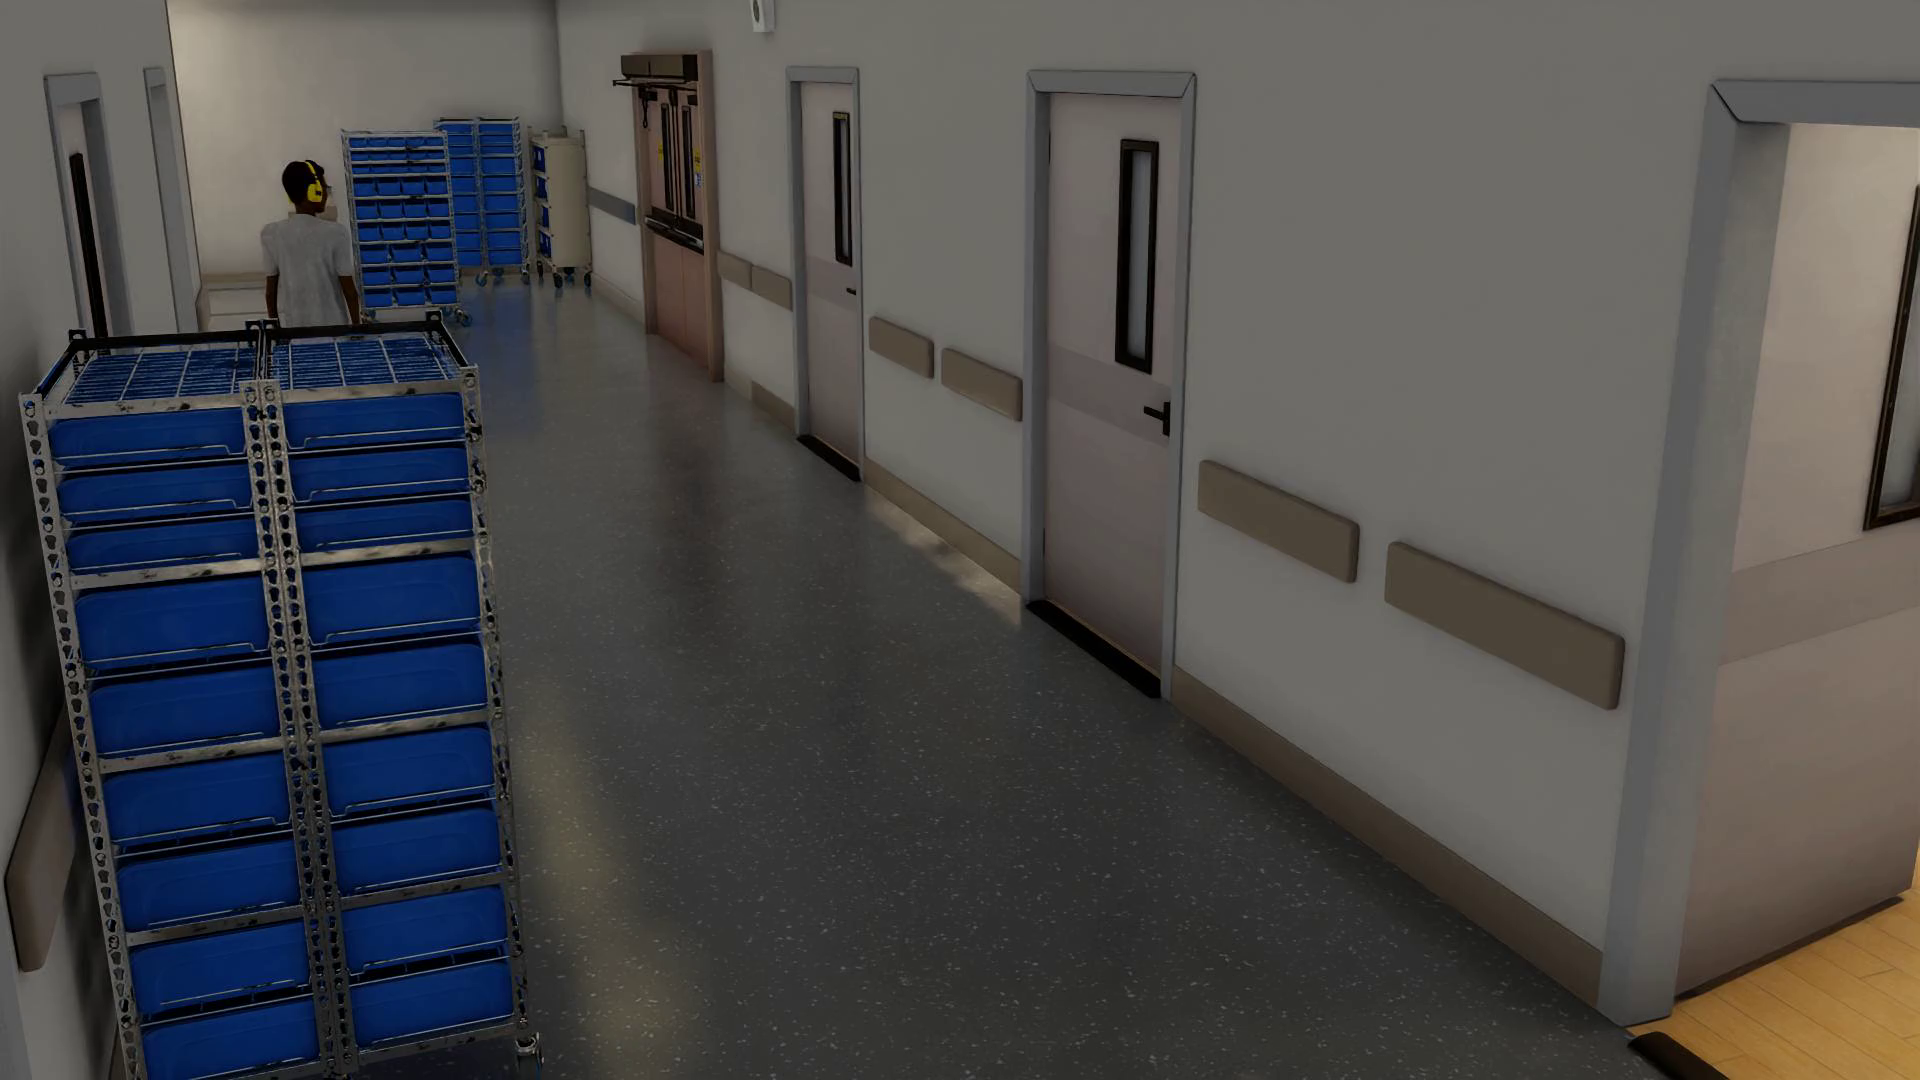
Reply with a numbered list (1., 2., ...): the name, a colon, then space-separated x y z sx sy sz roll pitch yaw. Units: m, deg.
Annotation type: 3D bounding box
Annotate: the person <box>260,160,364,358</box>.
1. person: -3.436 -1.080 8.914 0.521 1.864 0.335 1 16 5
